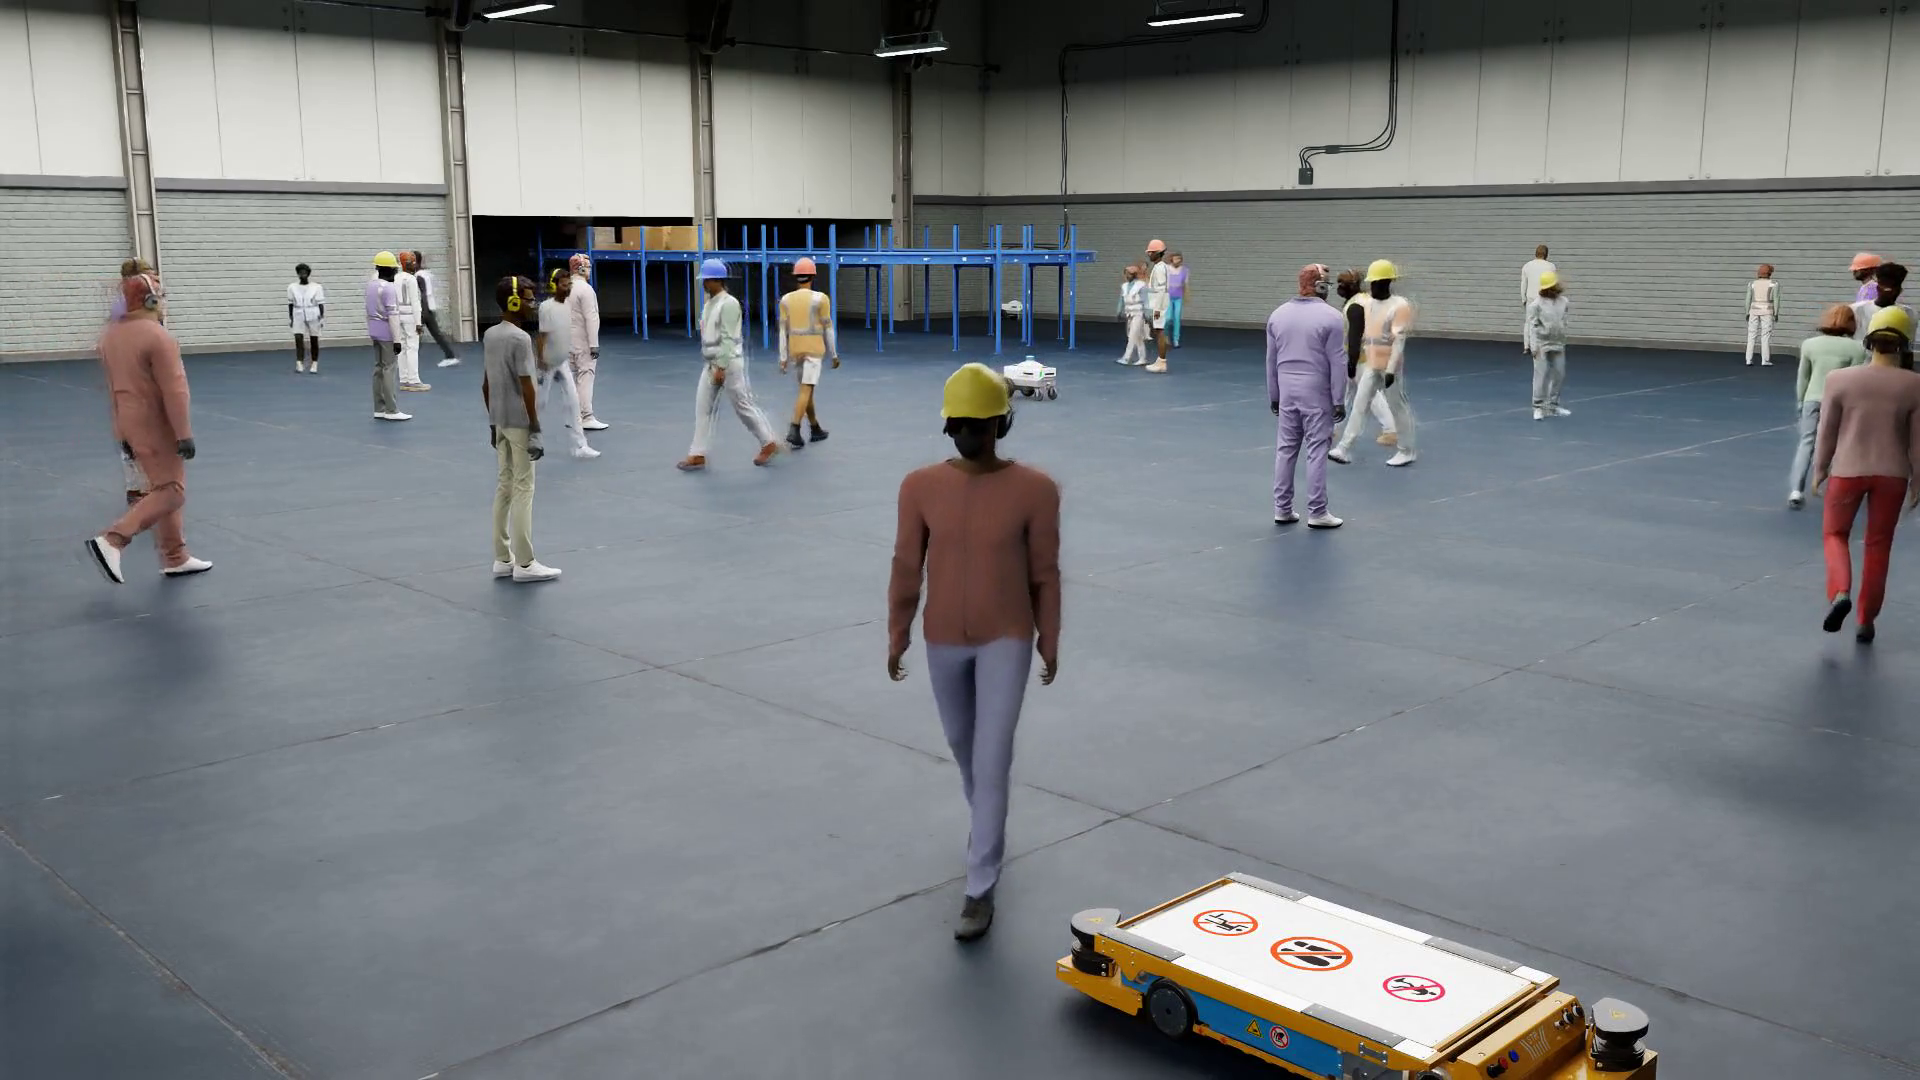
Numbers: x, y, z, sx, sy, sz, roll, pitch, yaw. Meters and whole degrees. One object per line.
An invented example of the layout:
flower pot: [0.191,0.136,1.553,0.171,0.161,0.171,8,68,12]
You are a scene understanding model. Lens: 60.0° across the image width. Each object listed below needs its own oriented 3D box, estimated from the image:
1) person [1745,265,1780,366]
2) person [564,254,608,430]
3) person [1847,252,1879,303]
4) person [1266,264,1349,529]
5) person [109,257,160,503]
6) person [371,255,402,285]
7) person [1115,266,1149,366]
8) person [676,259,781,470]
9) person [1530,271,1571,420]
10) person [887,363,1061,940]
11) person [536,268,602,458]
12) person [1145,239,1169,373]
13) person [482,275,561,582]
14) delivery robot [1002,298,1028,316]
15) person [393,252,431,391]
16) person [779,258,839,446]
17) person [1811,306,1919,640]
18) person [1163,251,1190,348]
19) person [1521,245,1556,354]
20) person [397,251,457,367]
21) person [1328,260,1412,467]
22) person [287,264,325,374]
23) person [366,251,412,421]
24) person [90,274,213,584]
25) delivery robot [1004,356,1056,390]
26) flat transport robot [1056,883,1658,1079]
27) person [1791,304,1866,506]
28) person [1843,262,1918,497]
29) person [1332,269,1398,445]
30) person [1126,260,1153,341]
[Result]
person: [13.021,-3.646,27.012,0.310,1.636,0.523,-10,14,-44]
person: [-4.137,-2.169,18.220,0.403,1.906,0.652,-10,14,-44]
person: [10.495,-2.364,19.262,0.520,1.913,0.589,4,11,20]
person: [2.547,-1.048,12.117,0.403,1.904,0.652,-10,14,-44]
person: [-6.461,-1.248,13.116,0.350,1.936,0.635,-10,14,-44]
person: [-9.085,-3.661,26.631,0.620,1.811,0.855,-4,11,-23]
person: [2.755,-3.612,26.917,0.827,1.598,0.525,-7,12,-33]
person: [-2.117,-1.607,15.185,0.980,1.912,0.615,-8,13,-36]
person: [6.789,-2.235,19.139,0.566,1.700,0.438,-2,11,-13]
person: [0.059,0.286,5.329,0.538,1.731,0.883,3,11,15]
person: [-3.953,-1.697,15.947,0.997,1.814,0.524,4,11,22]
person: [3.046,-3.630,25.814,0.391,2.040,0.615,1,10,7]
person: [-2.737,-0.688,10.260,0.310,1.865,0.535,-10,14,-44]
delivery robot: [1.381,-5.810,41.623,0.477,0.478,0.707,-10,14,-44]
person: [-7.548,-2.995,22.790,0.337,1.881,0.585,-10,14,-44]
person: [-1.576,-1.905,16.877,0.544,1.898,1.004,5,12,26]
person: [4.722,-0.332,8.626,0.537,1.749,0.450,5,12,25]
person: [4.030,-4.556,31.479,0.638,1.817,0.460,-1,10,-7]
person: [10.338,-4.297,29.736,0.352,1.937,0.635,-10,14,-44]
person: [-8.667,-3.719,26.824,1.041,1.867,0.590,-2,11,-12]
person: [3.789,-1.593,15.150,0.985,1.873,0.607,-5,12,-26]
person: [-9.971,-3.357,25.330,0.557,1.660,0.794,-2,11,-11]
person: [-6.582,-2.344,19.119,0.382,1.924,0.594,-10,14,-44]
person: [-4.961,-0.669,10.109,0.652,1.881,0.733,8,13,39]
delivery robot: [0.916,-2.162,21.730,0.477,0.478,0.707,-10,14,-44]
flat transport robot: [1.002,1.205,4.401,0.652,0.197,1.431,-10,14,-44]
person: [6.821,-1.058,13.100,0.500,1.599,0.877,10,14,43]
person: [7.495,-1.334,13.693,0.647,1.899,1.042,0,10,0]
person: [4.055,-1.849,16.859,0.930,1.780,0.666,1,10,6]
person: [3.651,-4.887,33.861,0.517,1.611,0.752,-5,12,-26]
